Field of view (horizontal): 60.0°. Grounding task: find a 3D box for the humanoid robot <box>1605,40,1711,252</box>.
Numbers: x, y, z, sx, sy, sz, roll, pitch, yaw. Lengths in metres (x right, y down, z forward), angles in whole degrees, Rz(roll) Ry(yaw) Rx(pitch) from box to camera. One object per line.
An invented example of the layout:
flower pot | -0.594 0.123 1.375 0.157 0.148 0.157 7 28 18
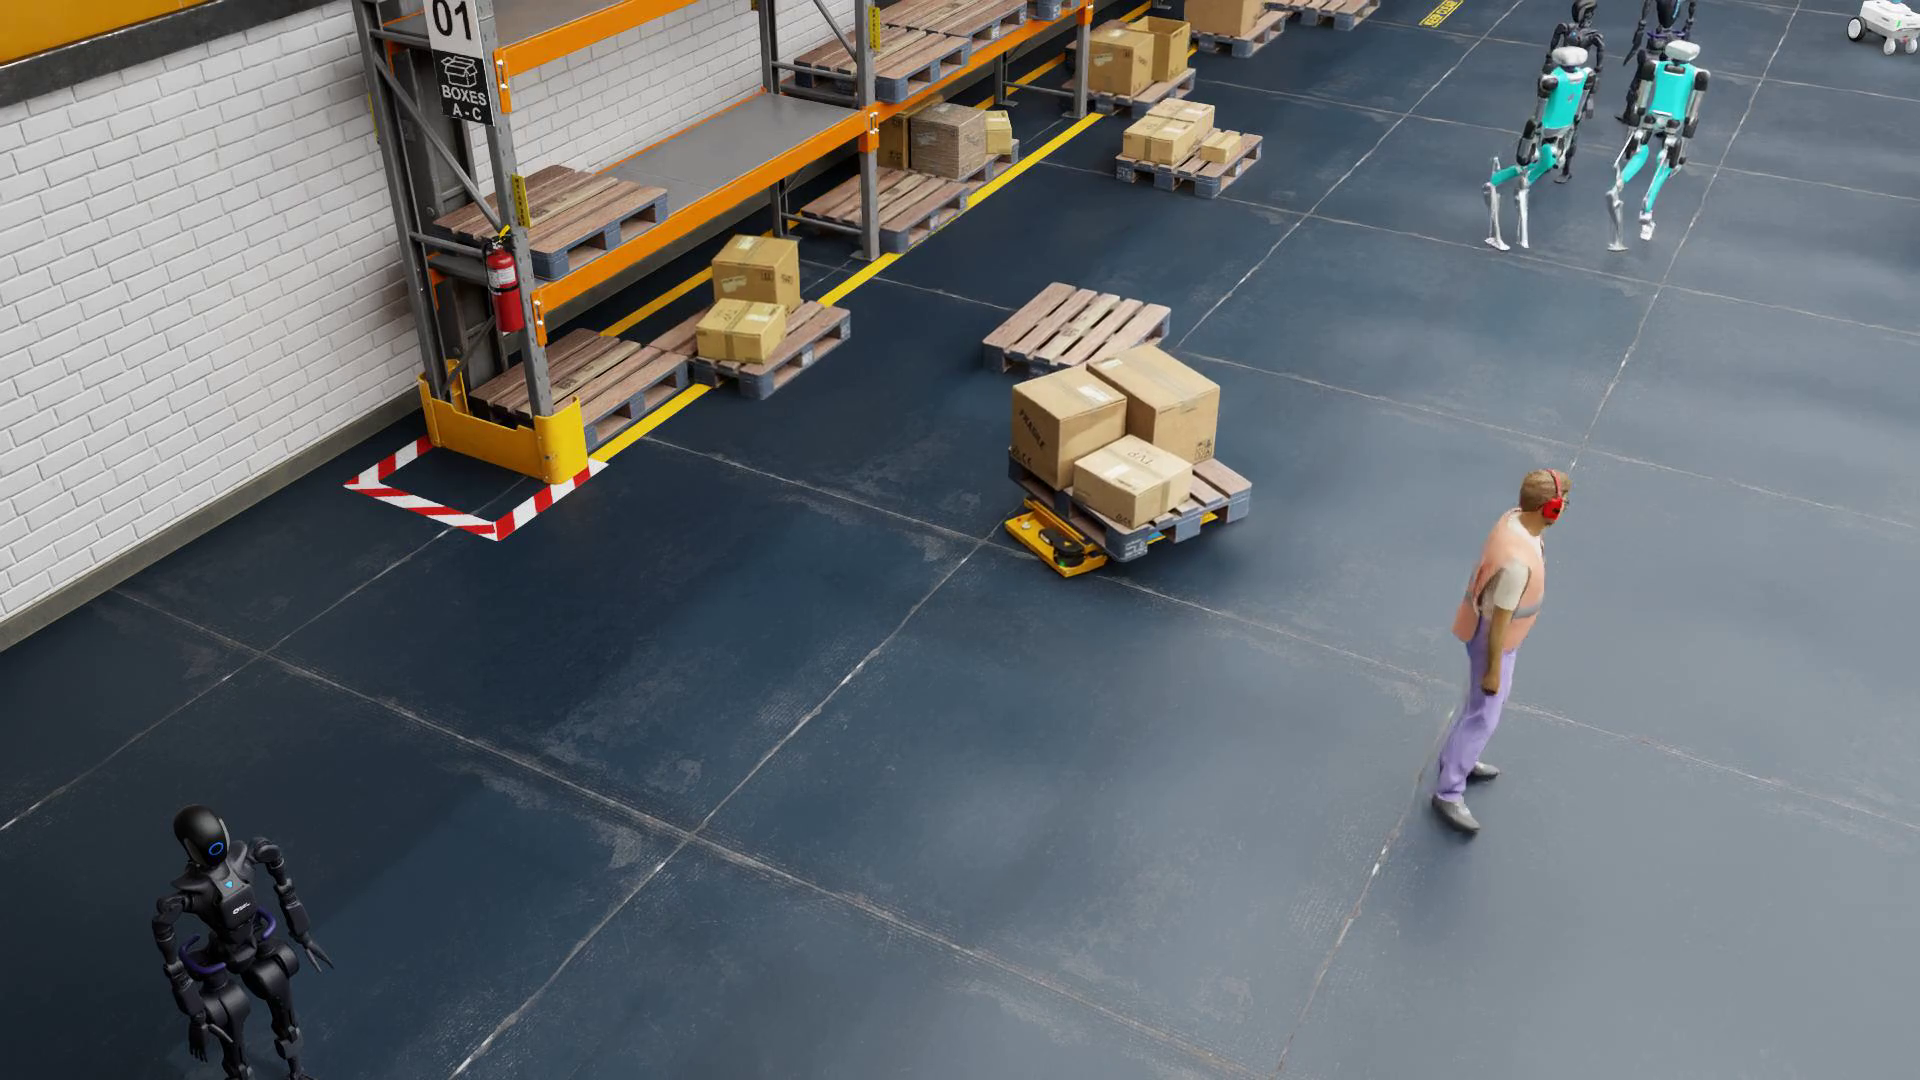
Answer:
humanoid robot | 5.588 -3.109 13.541 0.533 1.732 1.008 23 40 31

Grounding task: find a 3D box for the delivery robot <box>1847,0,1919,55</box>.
delivery robot | 10.429 -5.806 18.691 0.499 0.614 0.808 -5 34 -8

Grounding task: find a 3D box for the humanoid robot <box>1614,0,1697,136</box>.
humanoid robot | 6.798 -4.761 16.118 0.590 1.637 0.763 -4 34 -6

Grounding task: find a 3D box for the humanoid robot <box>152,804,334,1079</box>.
humanoid robot | -2.728 1.649 6.364 0.315 1.657 0.599 21 39 29

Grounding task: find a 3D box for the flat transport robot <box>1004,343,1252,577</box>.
flat transport robot | 1.052 -0.194 10.442 1.431 0.231 0.659 -20 38 -27

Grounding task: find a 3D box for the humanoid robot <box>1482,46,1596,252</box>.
humanoid robot | 4.694 -3.223 13.733 0.530 1.810 0.757 -15 36 -22

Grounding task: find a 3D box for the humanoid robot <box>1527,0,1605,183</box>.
humanoid robot | 5.503 -4.061 15.006 0.315 1.653 0.599 -24 40 -31

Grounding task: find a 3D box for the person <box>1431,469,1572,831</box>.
person | 2.557 0.504 8.000 0.400 1.801 0.753 14 36 20
